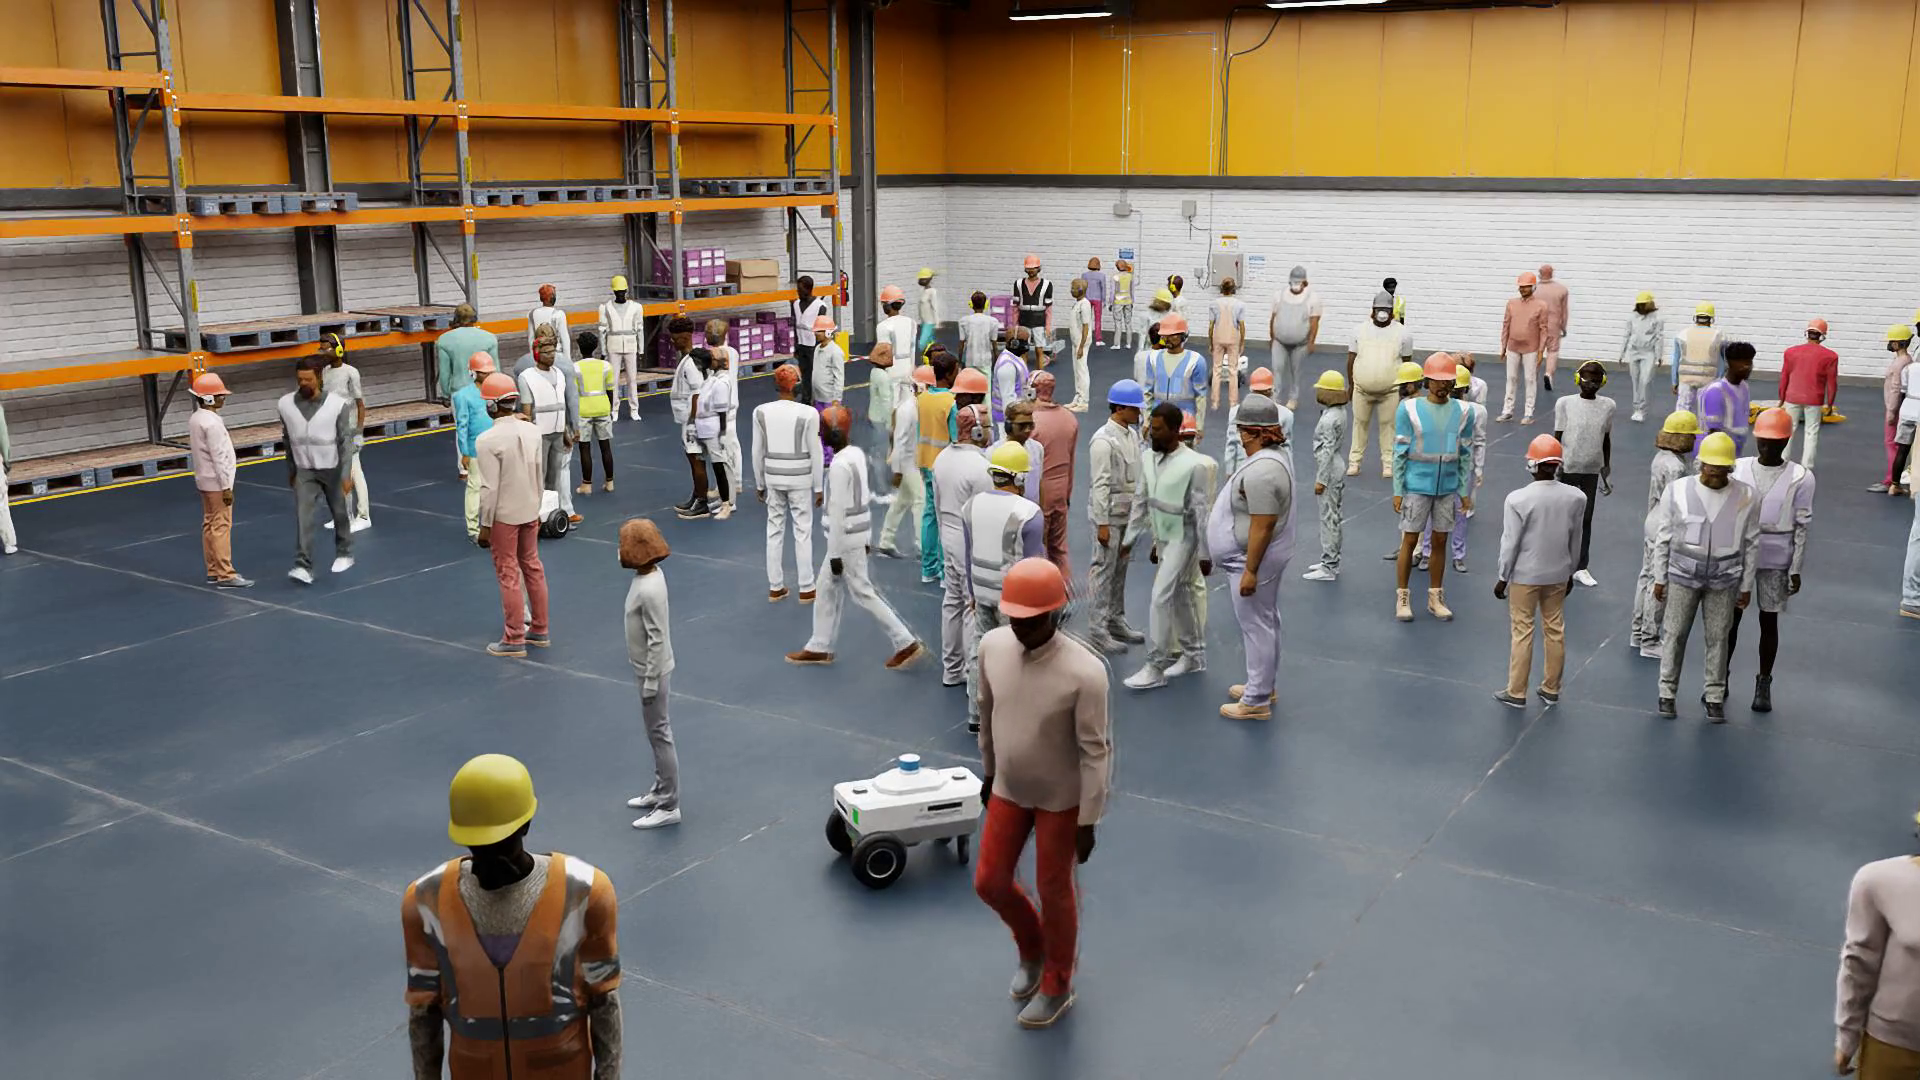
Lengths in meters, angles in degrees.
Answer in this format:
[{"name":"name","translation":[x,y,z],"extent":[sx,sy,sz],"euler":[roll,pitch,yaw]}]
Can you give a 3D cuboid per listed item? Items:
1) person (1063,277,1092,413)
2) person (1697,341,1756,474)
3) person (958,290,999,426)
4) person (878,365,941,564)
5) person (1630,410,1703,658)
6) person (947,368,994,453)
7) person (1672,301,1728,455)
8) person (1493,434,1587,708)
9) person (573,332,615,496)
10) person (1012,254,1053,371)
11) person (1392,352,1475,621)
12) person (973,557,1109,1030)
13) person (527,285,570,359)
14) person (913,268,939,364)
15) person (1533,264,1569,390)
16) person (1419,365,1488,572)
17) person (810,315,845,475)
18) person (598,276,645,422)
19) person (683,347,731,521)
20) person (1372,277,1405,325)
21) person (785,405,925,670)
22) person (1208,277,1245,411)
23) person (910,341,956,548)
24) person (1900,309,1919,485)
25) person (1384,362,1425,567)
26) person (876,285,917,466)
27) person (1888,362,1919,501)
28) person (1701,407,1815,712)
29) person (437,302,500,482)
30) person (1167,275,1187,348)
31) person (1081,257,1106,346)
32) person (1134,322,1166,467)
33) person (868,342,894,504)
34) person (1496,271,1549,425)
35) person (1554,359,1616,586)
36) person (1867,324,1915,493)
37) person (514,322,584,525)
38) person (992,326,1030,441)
[{"name":"person","translation":[1.630,-2.672,22.823],"extent":[0.345,1.847,0.508],"euler":[-2,13,-8]},{"name":"person","translation":[6.558,-0.730,14.199],"extent":[0.626,1.936,0.506],"euler":[-10,16,-36]},{"name":"person","translation":[0.223,-2.129,20.443],"extent":[0.511,1.863,0.327],"euler":[0,13,1]},{"name":"person","translation":[-0.376,-0.647,14.331],"extent":[0.797,1.711,0.568],"euler":[3,13,14]},{"name":"person","translation":[4.963,-0.046,11.657],"extent":[0.321,1.742,0.492],"euler":[2,13,8]},{"name":"person","translation":[0.076,-0.307,12.360],"extent":[0.358,1.940,0.545],"euler":[-1,13,-5]},{"name":"person","translation":[8.584,-1.855,19.343],"extent":[0.590,1.824,0.404],"euler":[9,16,33]},{"name":"person","translation":[3.665,0.197,10.576],"extent":[0.562,1.752,0.327],"euler":[-3,13,-13]},{"name":"person","translation":[-3.823,-1.306,17.225],"extent":[0.540,1.695,0.317],"euler":[-9,16,-35]},{"name":"person","translation":[1.072,-3.225,24.789],"extent":[0.608,2.044,0.370],"euler":[3,13,12]},{"name":"person","translation":[3.556,-0.396,12.519],"extent":[0.607,2.044,0.372],"euler":[-1,13,-5]},{"name":"person","translation":[0.297,1.007,6.580],"extent":[0.659,1.969,0.482],"euler":[9,16,35]},{"name":"person","translation":[-5.173,-2.282,21.053],"extent":[0.574,1.883,0.355],"euler":[5,14,19]},{"name":"person","translation":[-0.568,-3.415,26.253],"extent":[0.558,1.749,0.536],"euler":[-5,14,-21]},{"name":"person","translation":[8.810,-3.209,25.065],"extent":[0.673,1.887,0.710],"euler":[5,14,20]},{"name":"person","translation":[4.142,-0.595,13.995],"extent":[0.528,1.765,0.328],"euler":[3,13,12]},{"name":"person","translation":[-1.488,-1.608,18.408],"extent":[0.329,1.751,0.571],"euler":[-8,15,-32]},{"name":"person","translation":[-4.472,-2.530,22.028],"extent":[0.594,1.926,0.366],"euler":[-4,14,-17]},{"name":"person","translation":[-2.453,-1.024,16.030],"extent":[0.535,1.688,0.322],"euler":[8,15,30]},{"name":"person","translation":[6.451,-3.114,25.088],"extent":[0.529,1.690,0.319],"euler":[-2,13,-9]},{"name":"person","translation":[-0.705,-0.006,11.288],"extent":[0.955,1.847,0.579],"euler":[1,13,5]},{"name":"person","translation":[3.668,-2.689,22.897],"extent":[0.508,1.846,0.342],"euler":[4,13,15]},{"name":"person","translation":[-0.208,-0.838,14.814],"extent":[0.524,1.871,0.325],"euler":[-10,16,-36]},{"name":"person","translation":[10.273,-1.550,17.777],"extent":[0.362,1.928,0.587],"euler":[6,14,23]},{"name":"person","translation":[3.851,-0.650,14.255],"extent":[0.342,1.754,0.535],"euler":[-3,13,-13]},{"name":"person","translation":[-0.753,-1.853,18.837],"extent":[0.378,2.045,0.605],"euler":[10,16,37]},{"name":"person","translation":[9.799,-1.236,16.947],"extent":[0.320,1.686,0.538],"euler":[-5,14,-22]},{"name":"person","translation":[5.041,0.120,10.506],"extent":[0.543,1.941,0.357],"euler":[9,16,34]},{"name":"person","translation":[-5.270,-1.588,17.919],"extent":[0.636,1.937,0.358],"euler":[-4,14,-17]},{"name":"person","translation":[2.991,-2.736,23.060],"extent":[0.314,1.864,0.533],"euler":[3,13,13]},{"name":"person","translation":[2.481,-4.432,30.921],"extent":[0.500,1.633,0.286],"euler":[6,14,26]},{"name":"person","translation":[1.942,-1.253,16.656],"extent":[0.337,1.857,0.525],"euler":[-12,17,-41]},{"name":"person","translation":[-0.785,-1.190,16.859],"extent":[0.283,1.634,0.498],"euler":[-4,13,-15]},{"name":"person","translation":[7.387,-2.518,21.829],"extent":[0.613,1.994,0.382],"euler":[11,17,40]},{"name":"person","translation":[5.066,-0.543,13.552],"extent":[0.520,1.865,0.328],"euler":[0,13,0]},{"name":"person","translation":[9.735,-1.364,17.350],"extent":[0.341,1.761,0.525],"euler":[9,16,33]},{"name":"person","translation":[-3.884,-1.086,15.739],"extent":[0.633,1.938,0.356],"euler":[4,13,16]},{"name":"person","translation":[0.534,-1.199,16.465],"extent":[0.429,1.836,0.626],"euler":[2,13,8]}]
